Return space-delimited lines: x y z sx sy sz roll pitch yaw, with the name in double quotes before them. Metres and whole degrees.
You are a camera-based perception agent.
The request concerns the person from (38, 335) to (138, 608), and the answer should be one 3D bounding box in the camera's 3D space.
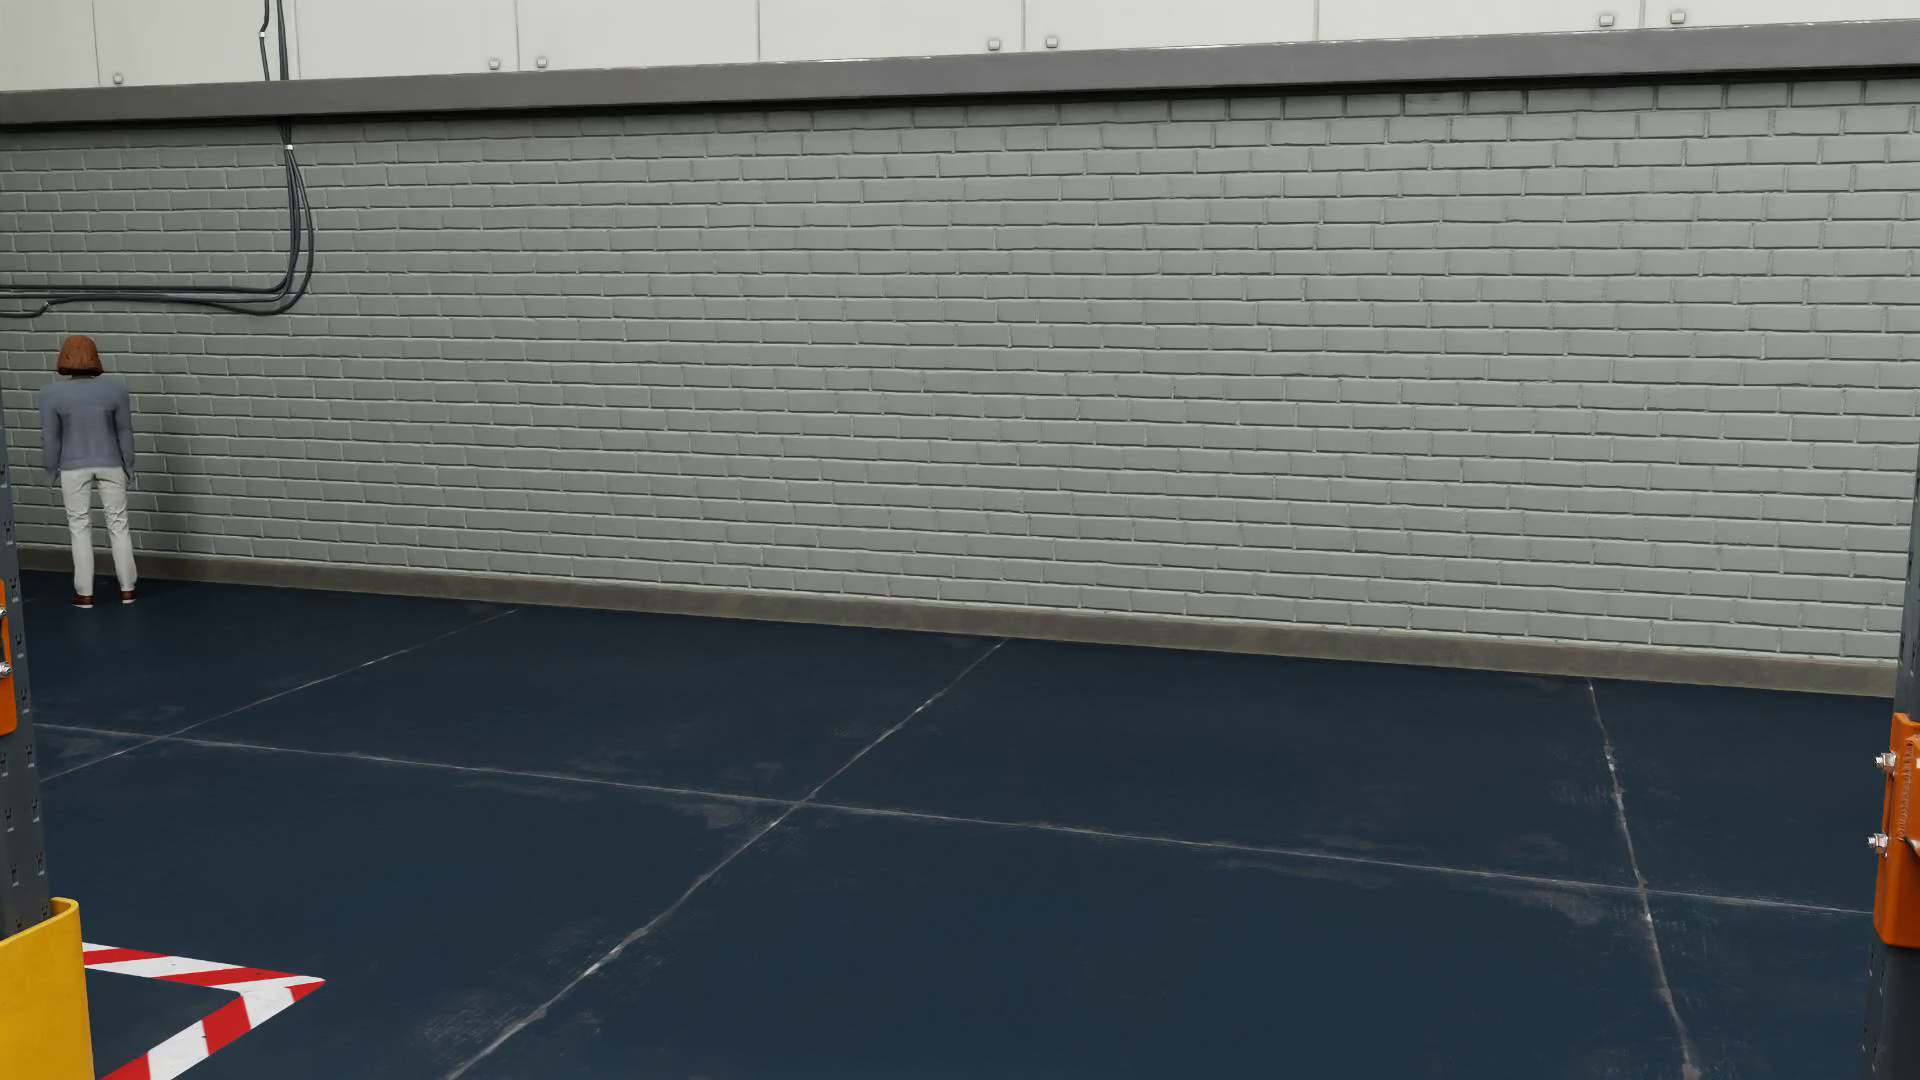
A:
"person" -5.216 -0.408 9.978 0.498 1.634 0.282 -6 11 -34
